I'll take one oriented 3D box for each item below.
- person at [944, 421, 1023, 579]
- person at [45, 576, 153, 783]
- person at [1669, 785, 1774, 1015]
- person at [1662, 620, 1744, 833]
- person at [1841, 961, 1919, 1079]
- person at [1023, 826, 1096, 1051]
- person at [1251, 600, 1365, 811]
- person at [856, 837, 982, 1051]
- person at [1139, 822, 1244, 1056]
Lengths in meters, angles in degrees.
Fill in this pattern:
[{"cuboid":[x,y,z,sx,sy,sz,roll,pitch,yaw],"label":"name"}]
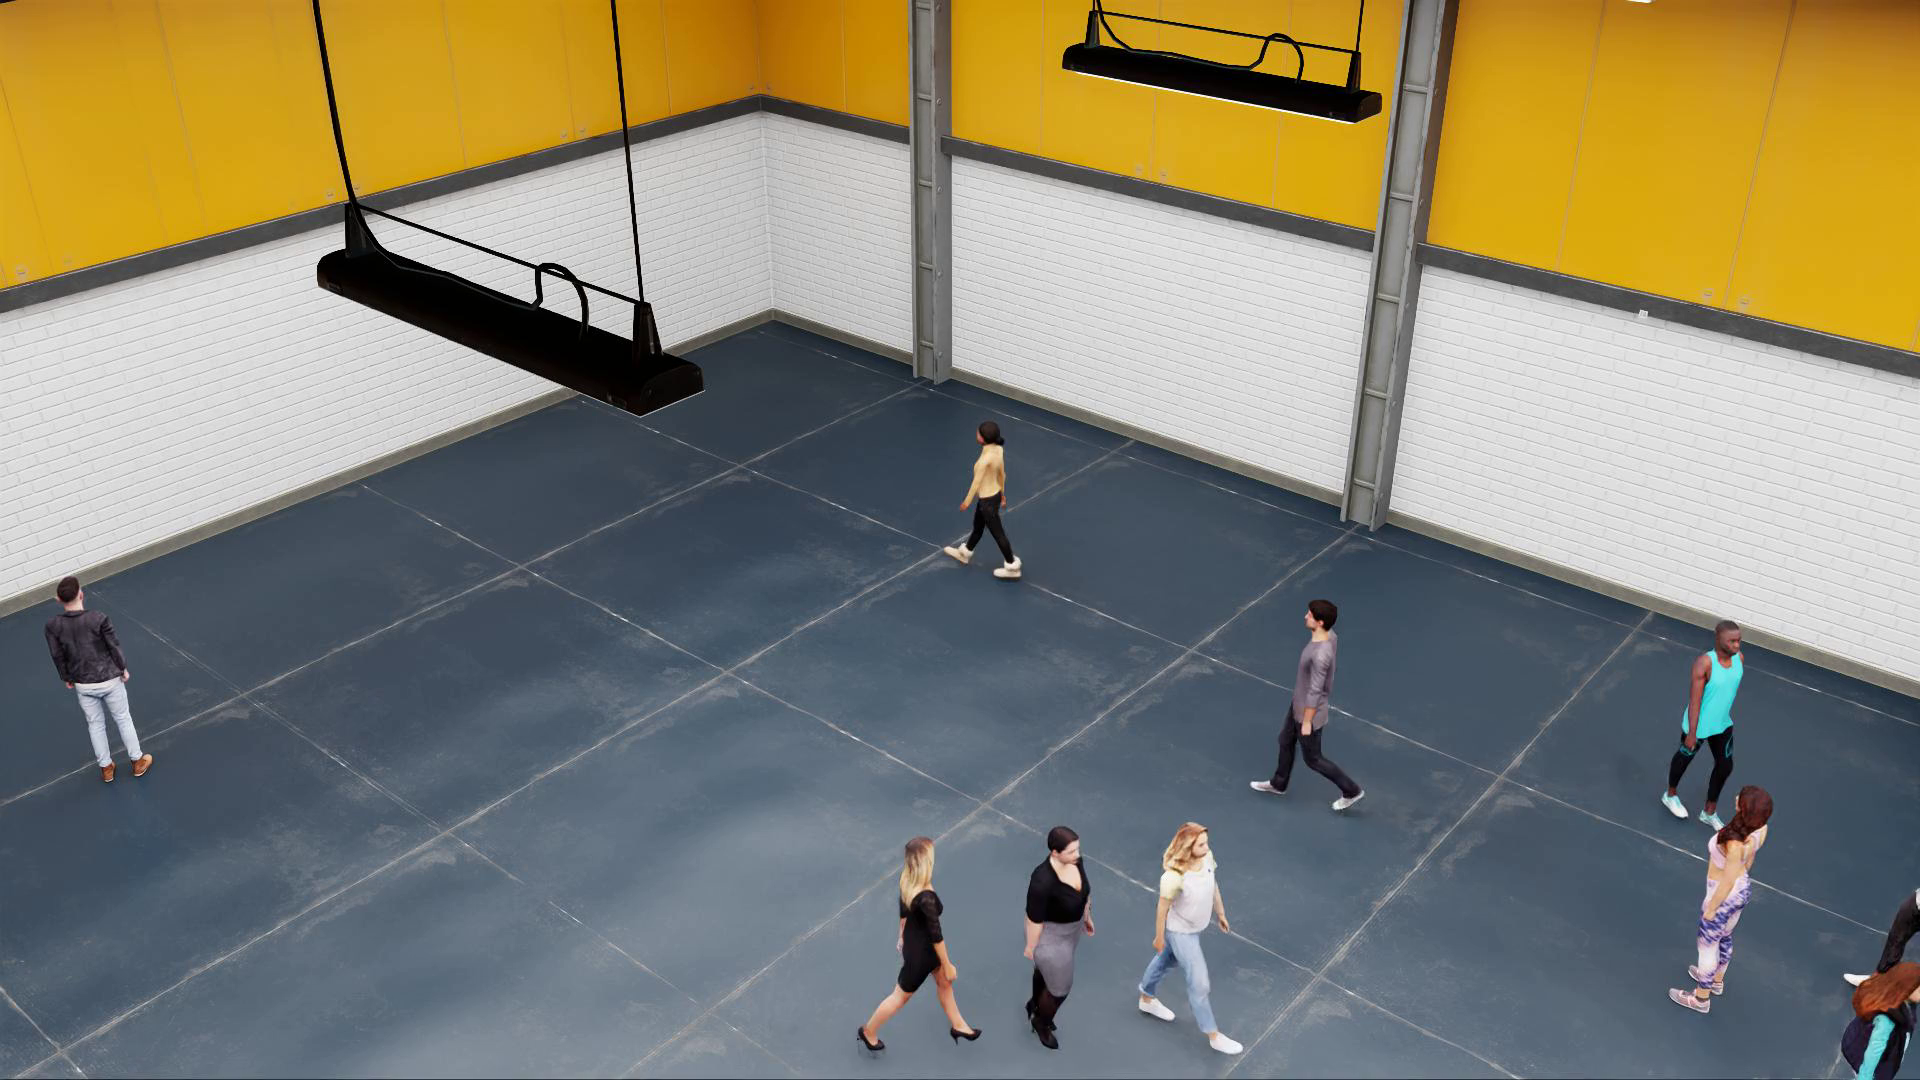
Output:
[{"cuboid":[0.360,-0.348,16.094,1.147,1.619,0.825,10,30,18],"label":"person"},{"cuboid":[-6.851,1.107,13.198,0.738,1.837,0.756,-7,29,-13],"label":"person"},{"cuboid":[5.059,2.352,10.990,0.616,1.767,0.556,-24,37,-36],"label":"person"},{"cuboid":[5.671,1.354,12.790,0.885,1.794,0.975,-9,30,-16],"label":"person"},{"cuboid":[5.397,3.076,9.949,0.668,1.491,0.581,20,34,32],"label":"person"},{"cuboid":[0.521,2.502,10.740,0.704,1.742,0.706,15,32,25],"label":"person"},{"cuboid":[2.794,1.311,12.843,1.226,1.819,1.009,6,29,12],"label":"person"},{"cuboid":[-0.339,2.649,10.592,1.052,1.625,1.068,-5,29,-10],"label":"person"},{"cuboid":[1.385,2.495,10.811,1.044,1.686,0.659,19,34,31],"label":"person"}]
